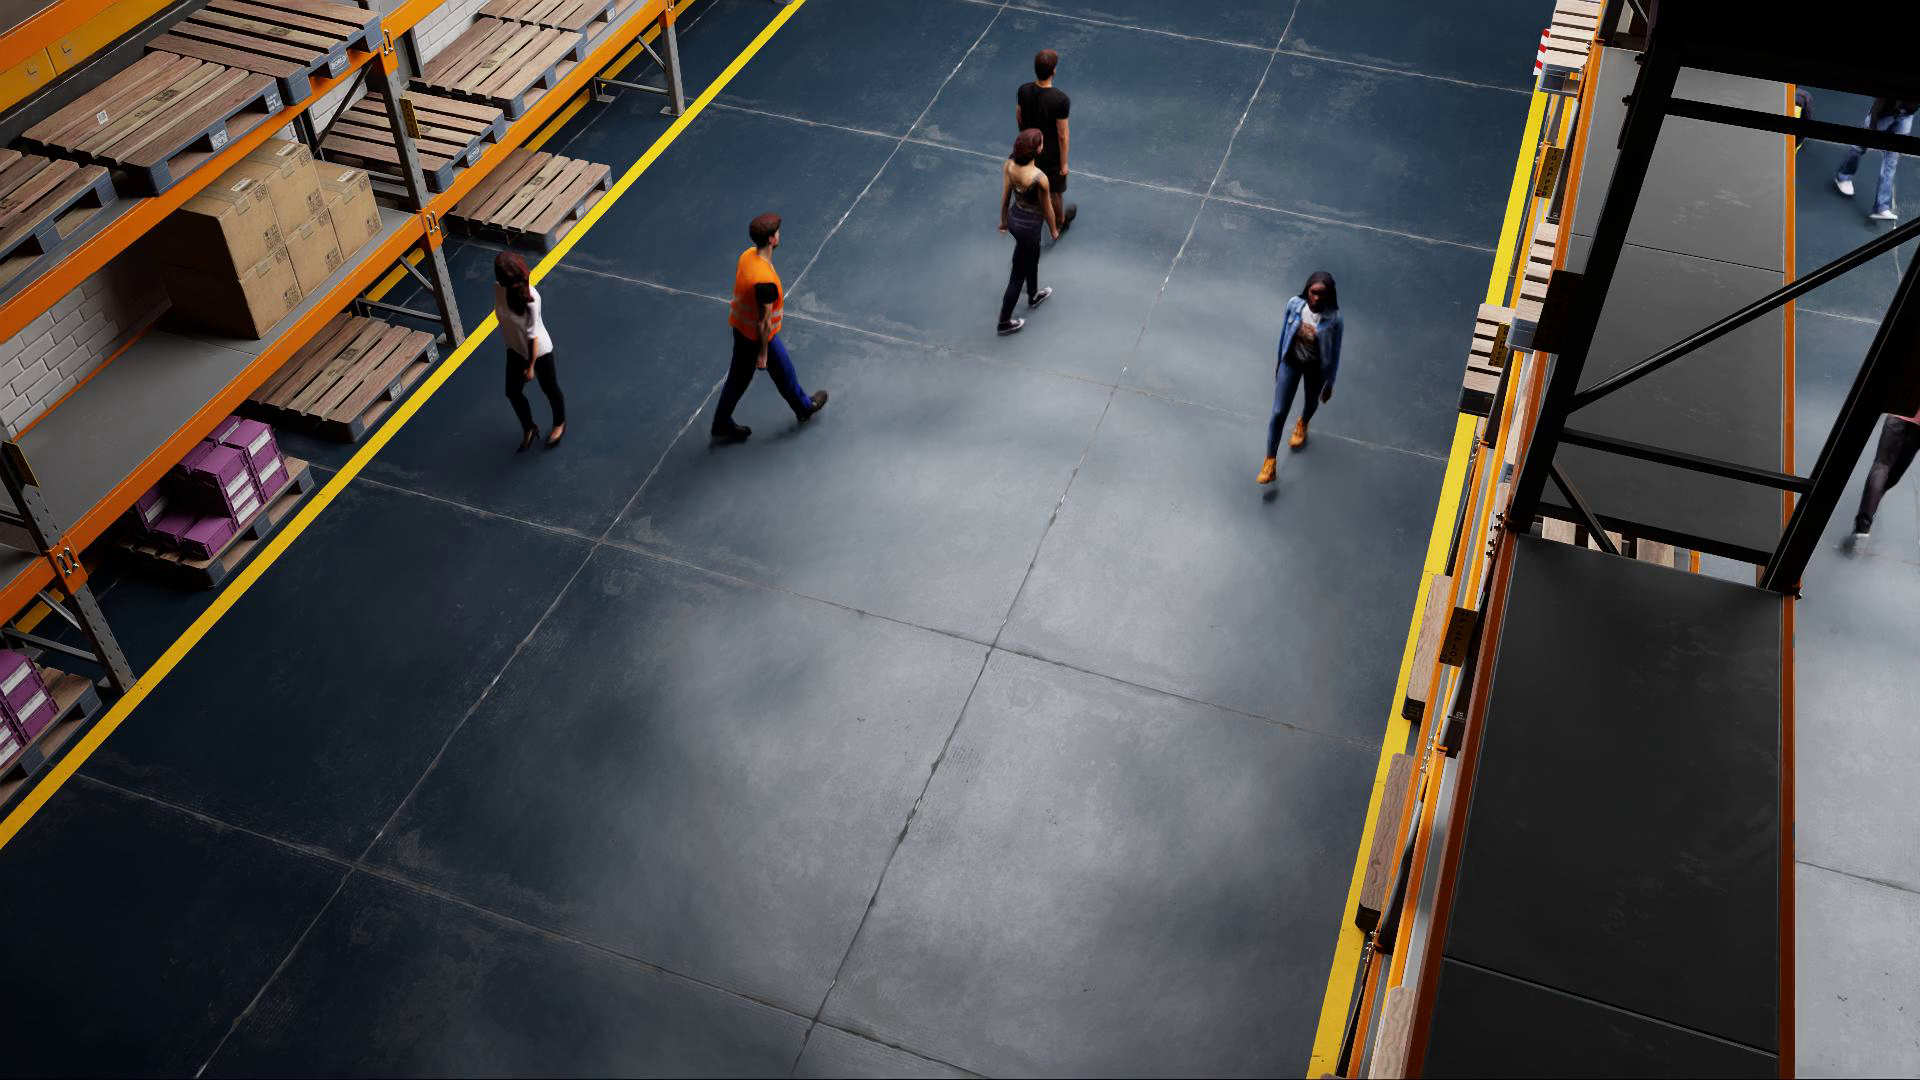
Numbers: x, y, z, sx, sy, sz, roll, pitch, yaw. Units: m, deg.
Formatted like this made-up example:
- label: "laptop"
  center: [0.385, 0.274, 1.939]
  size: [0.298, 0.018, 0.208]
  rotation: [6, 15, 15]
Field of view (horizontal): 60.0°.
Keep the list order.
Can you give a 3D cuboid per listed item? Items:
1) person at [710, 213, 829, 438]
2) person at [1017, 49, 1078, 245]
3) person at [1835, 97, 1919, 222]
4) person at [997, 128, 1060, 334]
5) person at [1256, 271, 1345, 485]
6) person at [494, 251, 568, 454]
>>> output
- label: "person"
  center: [-1.582, -1.487, 12.237]
  size: [1.279, 1.839, 1.188]
  rotation: [-16, 46, -16]
- label: "person"
  center: [0.636, -3.217, 14.055]
  size: [0.800, 1.837, 1.065]
  rotation: [21, 47, 20]
- label: "person"
  center: [8.161, -3.744, 14.710]
  size: [0.942, 1.697, 1.232]
  rotation: [-3, 44, -3]
- label: "person"
  center: [0.439, -2.421, 13.294]
  size: [1.037, 1.734, 0.890]
  rotation: [-28, 50, -26]
- label: "person"
  center: [2.543, -1.283, 12.142]
  size: [0.681, 1.675, 1.169]
  rotation: [18, 46, 18]
- label: "person"
  center: [-3.079, -1.422, 12.214]
  size: [0.642, 1.778, 0.703]
  rotation: [21, 48, 21]
